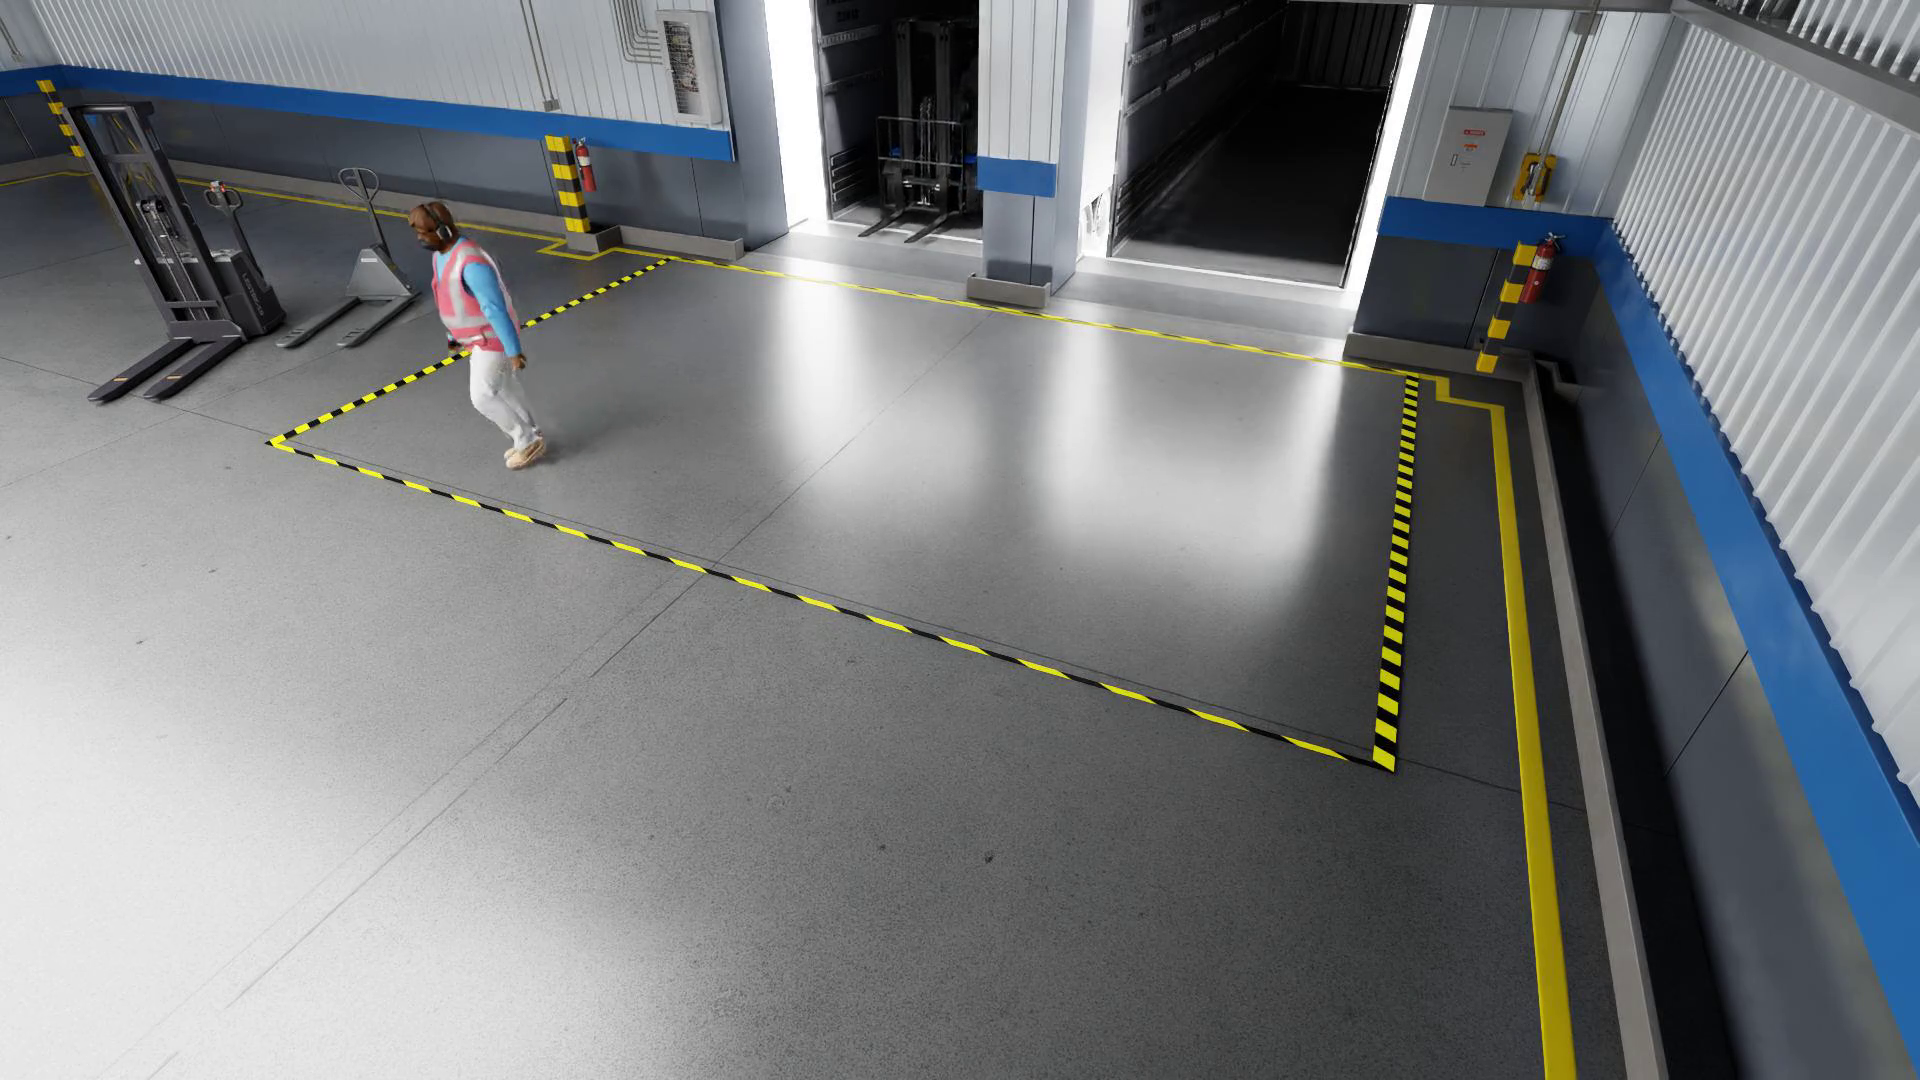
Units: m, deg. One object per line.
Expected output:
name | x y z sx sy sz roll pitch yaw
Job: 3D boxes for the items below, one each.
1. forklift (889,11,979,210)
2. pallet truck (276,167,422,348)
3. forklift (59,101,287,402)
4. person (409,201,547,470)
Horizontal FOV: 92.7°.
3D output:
forklift | 0.032 -5.478 11.537 1.157 2.036 2.680 13 37 18
pallet truck | -5.732 -2.611 8.414 0.680 1.201 1.601 -1 35 -1
forklift | -6.686 -2.387 7.434 0.823 1.965 1.885 -3 35 -5
person | -3.136 -1.316 6.069 0.443 1.815 0.630 -25 42 -31
